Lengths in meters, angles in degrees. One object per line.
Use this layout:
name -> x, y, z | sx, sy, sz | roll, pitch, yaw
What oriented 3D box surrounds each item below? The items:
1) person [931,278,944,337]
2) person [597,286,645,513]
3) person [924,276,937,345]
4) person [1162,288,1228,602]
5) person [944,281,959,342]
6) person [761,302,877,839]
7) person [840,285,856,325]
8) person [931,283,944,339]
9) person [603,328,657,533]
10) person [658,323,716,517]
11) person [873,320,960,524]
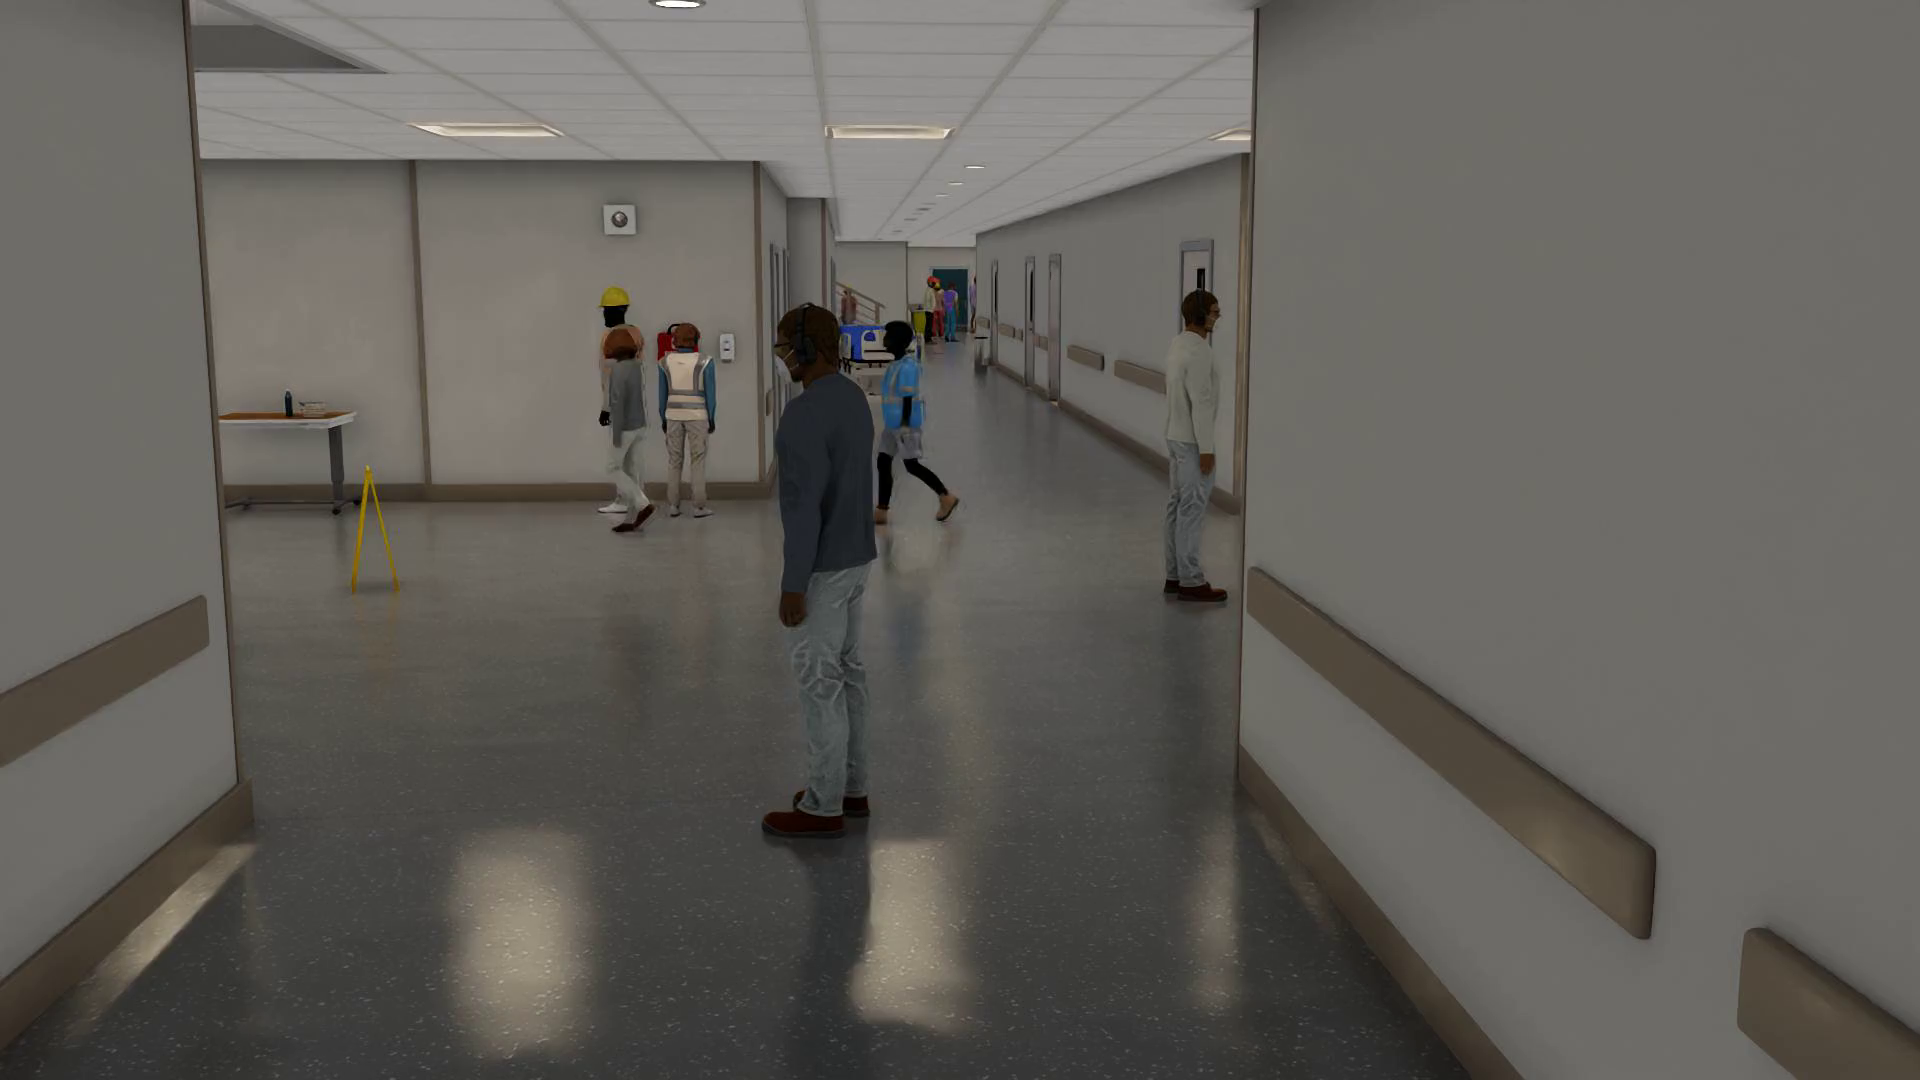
person -> -0.769, -7.614, 54.530 | 0.543, 1.928, 0.401 | -2, 9, -13
person -> -2.898, -1.189, 14.177 | 0.364, 1.928, 0.586 | 2, 9, 15
person -> -0.855, -6.659, 48.350 | 0.400, 1.989, 0.616 | 2, 9, 10
person -> 1.460, -0.591, 10.389 | 0.370, 1.940, 0.627 | -1, 9, -8
person -> -0.261, -6.928, 50.516 | 0.570, 1.834, 0.466 | 9, 13, 44
person -> -0.498, 0.110, 6.038 | 0.385, 1.928, 0.636 | 2, 9, 14
person -> -3.132, -6.359, 47.238 | 0.533, 1.746, 0.611 | -8, 12, -41
person -> -0.732, -7.241, 52.681 | 0.535, 1.767, 0.316 | -4, 10, -23
person -> -2.604, -0.849, 13.032 | 0.405, 1.612, 0.520 | 2, 9, 14
person -> -2.287, -1.001, 13.948 | 0.502, 1.630, 0.324 | 2, 9, 14
person -> -0.410, -0.943, 13.451 | 0.782, 1.669, 0.537 | -3, 10, -19
